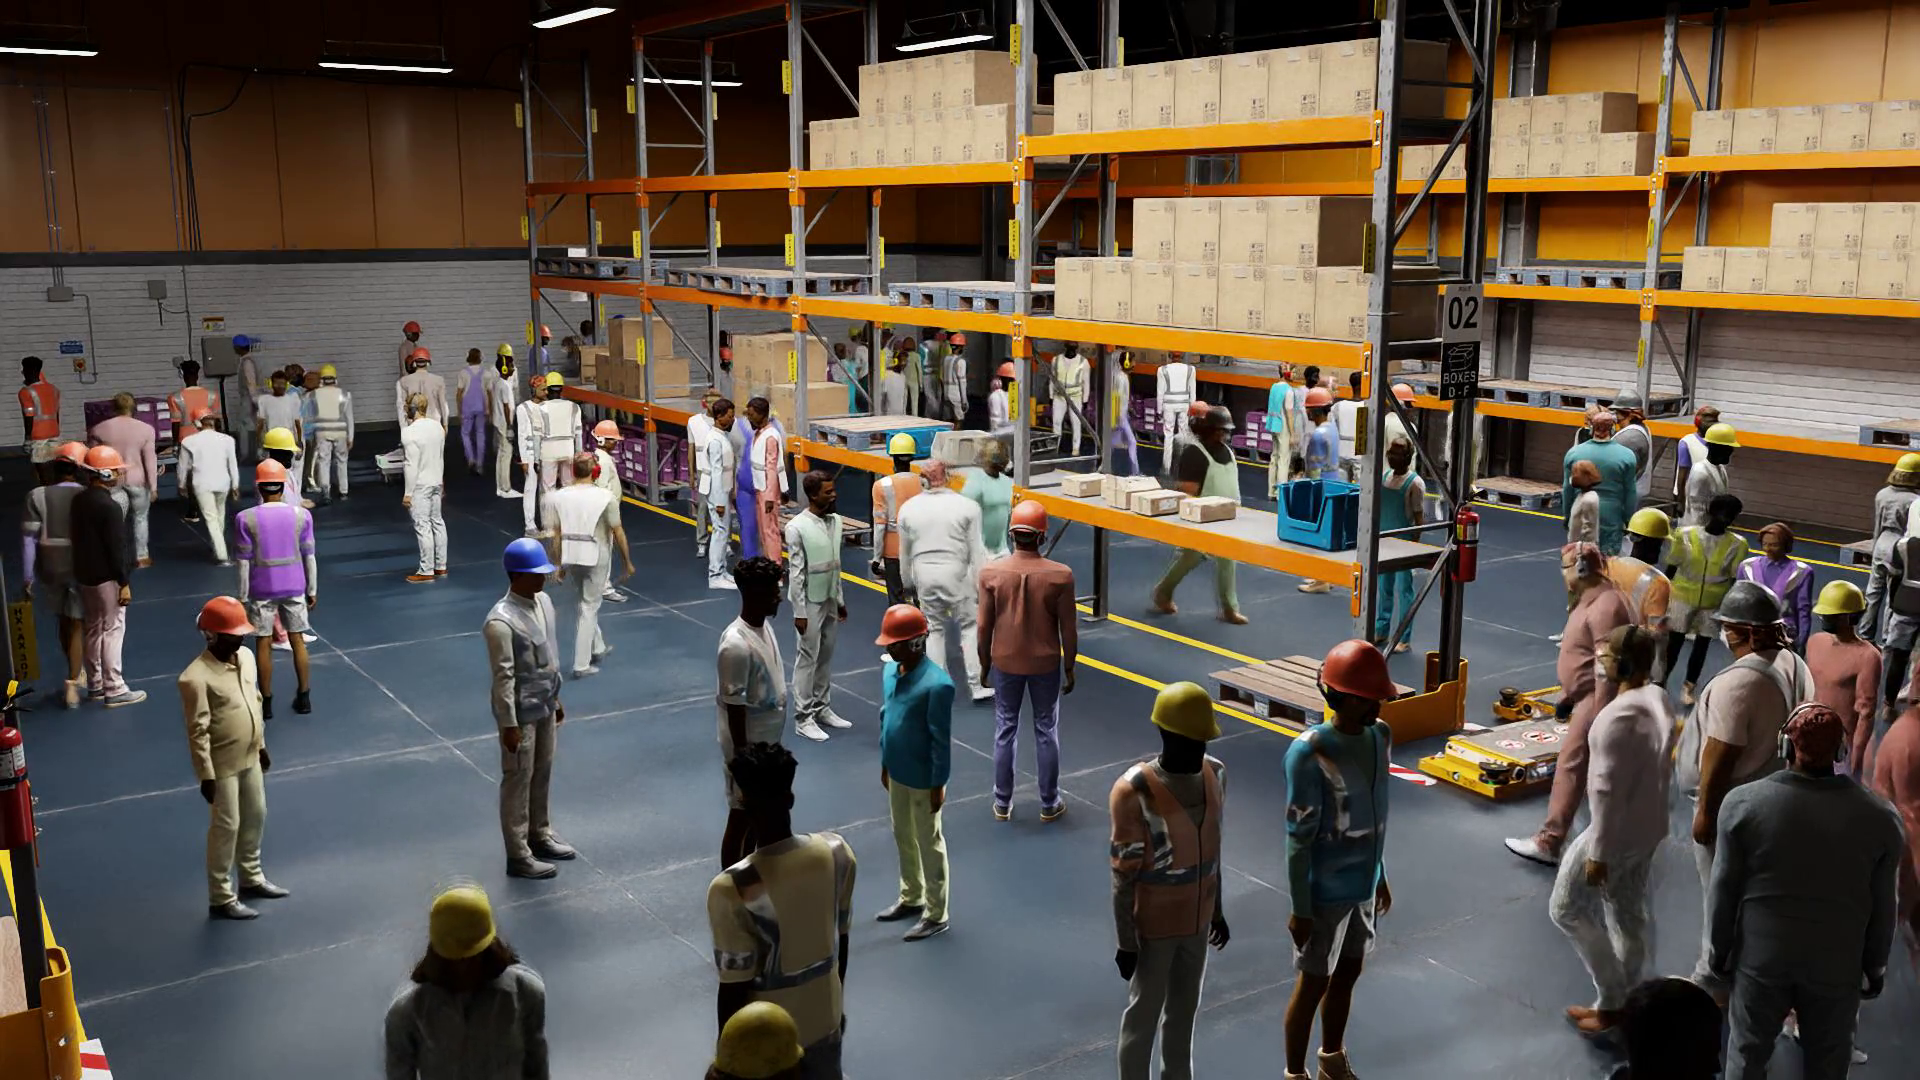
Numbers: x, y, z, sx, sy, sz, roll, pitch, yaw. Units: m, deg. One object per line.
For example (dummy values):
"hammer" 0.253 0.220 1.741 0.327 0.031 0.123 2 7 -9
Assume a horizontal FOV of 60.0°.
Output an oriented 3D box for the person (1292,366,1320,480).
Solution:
"person" 4.802 -1.530 22.636 0.544 1.654 0.841 -7 13 -31

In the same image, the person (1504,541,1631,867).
"person" 3.529 0.944 9.495 0.804 1.857 0.726 3 11 15

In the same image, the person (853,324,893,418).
"person" -1.417 -2.443 26.354 0.697 2.000 0.538 -7 13 -33

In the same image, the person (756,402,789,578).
"person" -2.051 -0.526 17.028 0.803 1.899 0.616 7 13 33

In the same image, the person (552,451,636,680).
"person" -2.953 0.179 13.541 0.585 1.808 0.883 4 12 22

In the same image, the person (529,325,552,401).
"person" -6.759 -2.502 26.928 0.374 1.934 0.548 -8 13 -34

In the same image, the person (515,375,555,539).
"person" -4.857 -0.959 19.185 0.359 1.880 0.575 6 13 29

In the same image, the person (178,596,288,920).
"person" -3.836 1.141 8.789 0.354 1.737 0.576 2 11 9

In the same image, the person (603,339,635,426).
"person" -5.955 -2.879 29.128 0.563 1.834 0.405 0 11 0

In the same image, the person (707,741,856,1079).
"person" -0.615 1.639 5.675 0.389 1.957 0.607 10 15 41

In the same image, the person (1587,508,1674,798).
"person" 4.188 0.748 10.356 0.400 1.915 0.591 -4 12 -18

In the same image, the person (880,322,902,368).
"person" -1.300 -3.119 30.368 0.403 1.826 0.592 -9 14 -38

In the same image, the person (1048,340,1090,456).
"person" 1.672 -2.199 25.671 0.633 1.827 0.431 3 11 15

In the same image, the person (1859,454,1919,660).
"person" 7.863 0.137 13.938 0.325 1.737 0.480 -3 11 -15

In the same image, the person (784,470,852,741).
"person" -1.019 0.448 11.868 0.392 1.922 0.592 6 12 27

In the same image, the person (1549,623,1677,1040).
"person" 2.917 1.313 7.416 0.438 1.928 0.652 10 15 42

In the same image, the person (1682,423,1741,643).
"person" 6.525 -0.065 14.505 0.395 1.918 0.589 9 15 40

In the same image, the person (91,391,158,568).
"person" -8.639 -0.573 17.188 0.652 1.922 0.926 -2 11 -9

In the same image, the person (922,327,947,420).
"person" -0.452 -3.077 30.155 0.634 1.832 0.430 -10 15 -40

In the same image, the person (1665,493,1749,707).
"person" 5.567 0.454 12.487 0.583 1.657 0.372 5 12 22

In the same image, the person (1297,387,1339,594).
"person" 3.516 -0.485 16.366 0.405 2.034 0.605 5 12 25

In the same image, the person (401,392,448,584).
"person" -5.428 -0.527 16.810 0.359 1.938 0.635 3 11 14

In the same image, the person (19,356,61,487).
"person" -11.466 -1.312 20.755 0.374 1.966 0.608 2 11 11

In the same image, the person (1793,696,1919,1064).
"person" 4.152 1.414 7.117 0.983 1.856 0.652 9 14 38

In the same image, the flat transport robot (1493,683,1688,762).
"flat transport robot" 4.585 1.277 11.857 0.652 0.197 1.431 -6 13 -30

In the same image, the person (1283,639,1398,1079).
"person" 1.560 1.391 6.725 0.615 2.041 0.384 -10 15 -41

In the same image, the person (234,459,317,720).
"person" -5.056 0.359 12.323 0.552 1.923 0.390 -7 13 -31

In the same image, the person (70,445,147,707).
"person" -6.463 0.273 12.618 0.608 1.986 0.415 8 13 34

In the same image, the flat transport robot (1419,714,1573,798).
"flat transport robot" 3.829 1.422 11.117 1.431 0.197 0.652 -6 13 -30

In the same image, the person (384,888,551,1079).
"person" -1.548 1.852 5.239 0.511 1.709 0.795 -4 12 -21

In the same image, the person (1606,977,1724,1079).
"person" 1.694 1.987 4.067 0.656 1.891 0.614 6 13 29

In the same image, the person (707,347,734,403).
"person" -3.522 -2.030 25.008 0.349 1.743 0.568 11 15 44

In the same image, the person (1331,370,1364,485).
"person" 4.474 -0.940 18.859 0.372 1.963 0.608 -10 15 -43

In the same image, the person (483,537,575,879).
"person" -2.420 0.935 9.341 0.405 1.942 0.612 3 11 13

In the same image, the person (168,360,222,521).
"person" -9.280 -1.208 20.225 0.605 1.966 0.367 -10 15 -41

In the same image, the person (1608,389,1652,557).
"person" 6.423 -0.458 16.197 0.535 2.000 0.684 7 13 31

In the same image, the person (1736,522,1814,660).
"person" 5.553 0.682 11.414 0.520 1.630 0.324 11 15 43

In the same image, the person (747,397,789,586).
"person" -1.933 -0.484 16.680 0.398 1.909 0.600 -4 12 -19

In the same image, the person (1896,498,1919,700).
"person" 7.342 0.332 12.538 0.401 1.894 0.656 -3 12 -17

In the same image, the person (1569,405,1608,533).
"person" 6.928 -0.664 18.280 0.311 1.639 0.521 -4 12 -19

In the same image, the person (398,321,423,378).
"person" -8.940 -2.577 27.199 0.412 1.986 0.609 1 11 4

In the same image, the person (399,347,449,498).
"person" -7.030 -1.534 21.852 0.618 1.986 0.408 -3 12 -17

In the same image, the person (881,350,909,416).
"person" -0.986 -1.752 23.323 0.591 1.842 0.560 10 15 41

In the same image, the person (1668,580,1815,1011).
"person" 3.647 1.175 7.839 0.681 2.000 0.535 -8 14 -36

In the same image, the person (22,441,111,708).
"person" -6.800 0.247 12.771 0.622 1.966 0.970 -4 12 -18

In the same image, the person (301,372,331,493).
"person" -8.681 -1.449 22.341 0.277 1.627 0.503 -1 11 -7

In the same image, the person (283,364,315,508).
"person" -8.439 -1.316 21.136 0.431 1.836 0.619 -6 13 -30
